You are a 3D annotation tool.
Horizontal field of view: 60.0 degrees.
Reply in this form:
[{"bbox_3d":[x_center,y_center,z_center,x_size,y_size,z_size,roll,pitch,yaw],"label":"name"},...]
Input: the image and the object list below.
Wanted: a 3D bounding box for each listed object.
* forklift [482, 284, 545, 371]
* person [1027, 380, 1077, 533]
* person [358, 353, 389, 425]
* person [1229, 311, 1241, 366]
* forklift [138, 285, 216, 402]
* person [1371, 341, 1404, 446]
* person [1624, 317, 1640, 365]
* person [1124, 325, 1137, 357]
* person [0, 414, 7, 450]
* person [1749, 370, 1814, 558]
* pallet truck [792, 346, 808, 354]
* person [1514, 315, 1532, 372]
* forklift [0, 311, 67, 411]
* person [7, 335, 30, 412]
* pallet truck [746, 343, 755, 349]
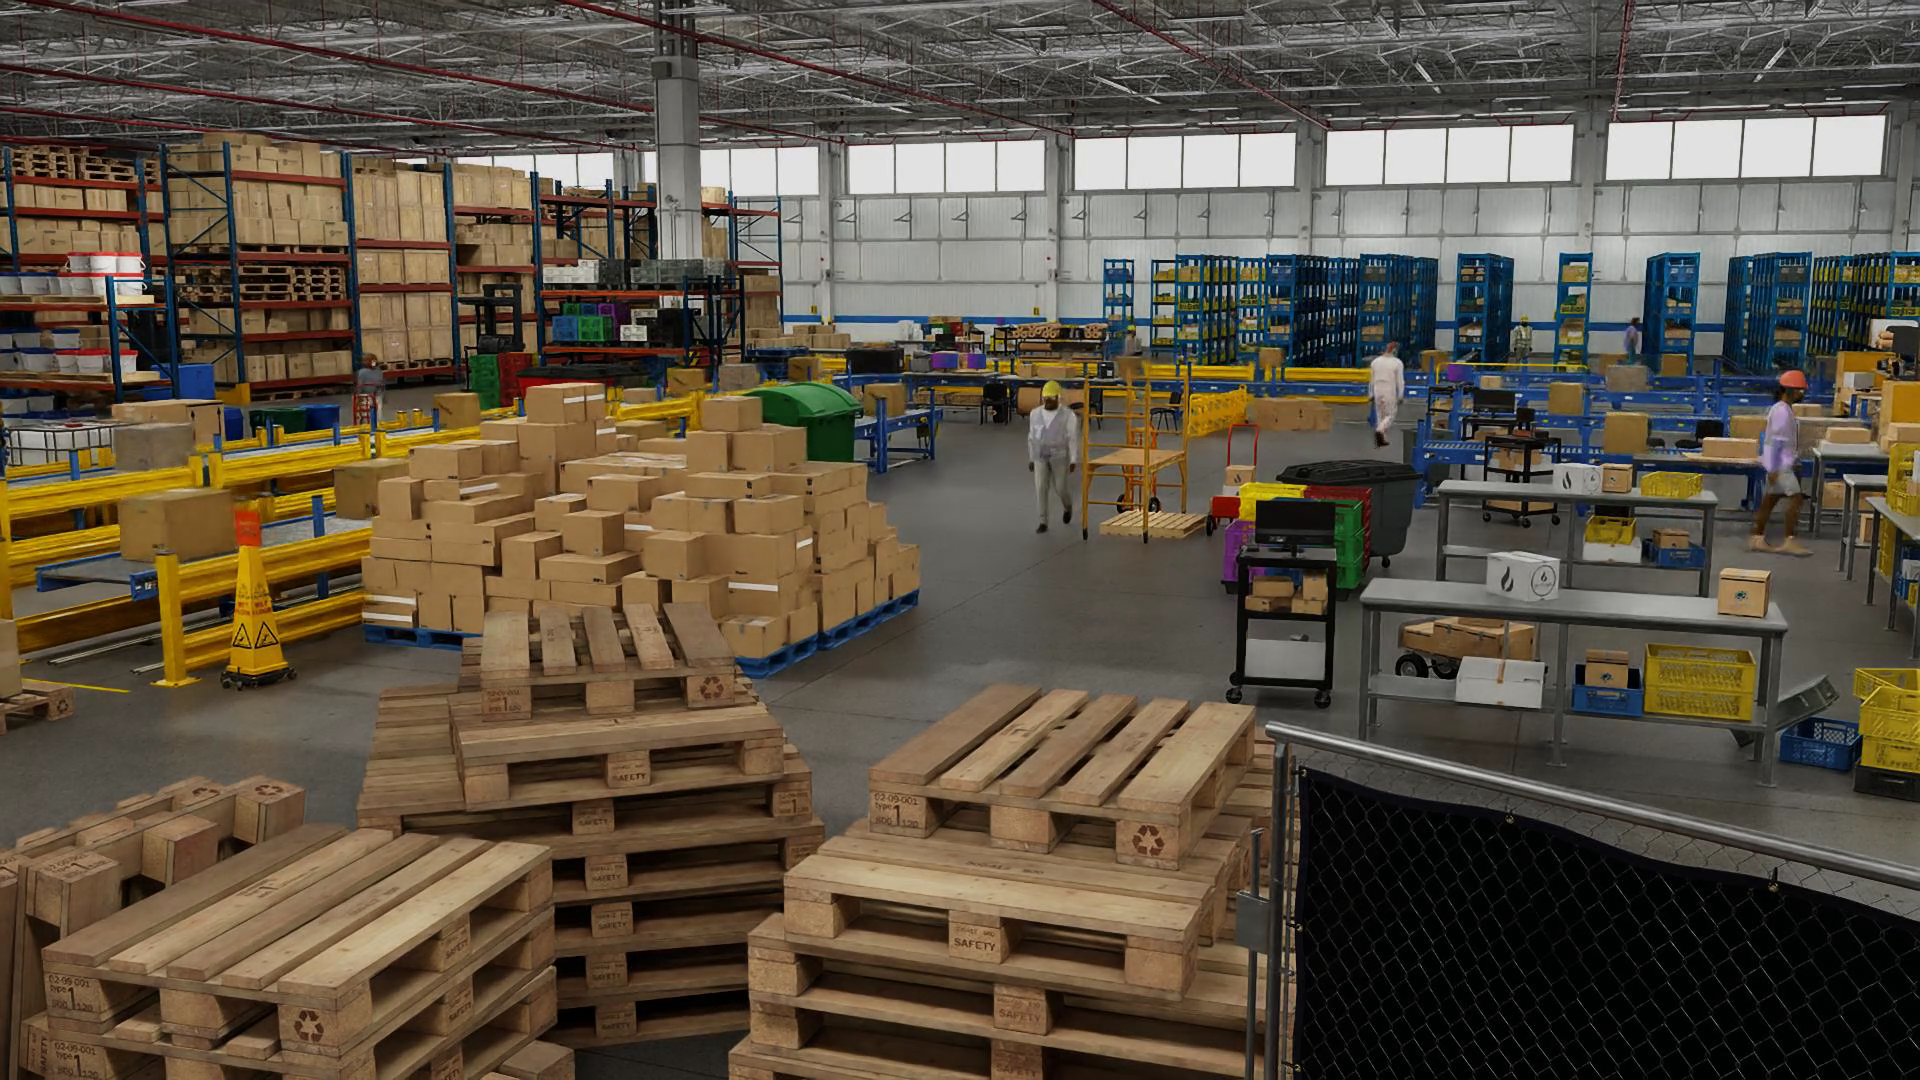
[{"bbox_3d":[-10.832,-4.702,39.610,1.129,2.768,1.873,3,10,20],"label":"forklift"},{"bbox_3d":[1.110,-1.000,19.724,0.605,1.817,0.613,4,10,22],"label":"person"},{"bbox_3d":[-10.631,-2.575,30.174,0.332,1.620,0.520,7,11,37],"label":"person"},{"bbox_3d":[8.553,-6.138,51.467,0.807,1.961,0.639,0,9,-2],"label":"person"},{"bbox_3d":[-17.480,-4.200,36.461,1.873,2.768,1.129,3,10,19],"label":"forklift"},{"bbox_3d":[7.504,-2.563,29.316,0.670,1.877,0.633,8,12,43],"label":"person"},{"bbox_3d":[19.635,-5.606,48.587,0.440,1.821,0.592,2,9,14],"label":"person"},{"bbox_3d":[4.427,-4.742,43.390,0.416,1.750,0.540,4,10,23],"label":"person"},{"bbox_3d":[-15.307,-2.086,26.293,0.565,1.882,0.975,4,10,22],"label":"person"},{"bbox_3d":[8.960,-0.813,17.916,0.780,2.014,0.620,4,10,25],"label":"person"},{"bbox_3d":[-3.705,-4.298,42.022,0.653,1.274,1.630,3,10,20],"label":"pallet truck"},{"bbox_3d":[16.941,-5.837,50.014,0.600,1.831,0.404,-2,9,-13],"label":"person"},{"bbox_3d":[-21.012,-4.252,36.784,1.873,2.768,1.129,-3,10,-20],"label":"forklift"},{"bbox_3d":[-20.218,-3.519,35.694,0.485,1.746,0.553,3,9,17],"label":"person"},{"bbox_3d":[-6.183,-4.618,44.264,1.601,1.201,0.680,-9,12,-43],"label":"pallet truck"}]
